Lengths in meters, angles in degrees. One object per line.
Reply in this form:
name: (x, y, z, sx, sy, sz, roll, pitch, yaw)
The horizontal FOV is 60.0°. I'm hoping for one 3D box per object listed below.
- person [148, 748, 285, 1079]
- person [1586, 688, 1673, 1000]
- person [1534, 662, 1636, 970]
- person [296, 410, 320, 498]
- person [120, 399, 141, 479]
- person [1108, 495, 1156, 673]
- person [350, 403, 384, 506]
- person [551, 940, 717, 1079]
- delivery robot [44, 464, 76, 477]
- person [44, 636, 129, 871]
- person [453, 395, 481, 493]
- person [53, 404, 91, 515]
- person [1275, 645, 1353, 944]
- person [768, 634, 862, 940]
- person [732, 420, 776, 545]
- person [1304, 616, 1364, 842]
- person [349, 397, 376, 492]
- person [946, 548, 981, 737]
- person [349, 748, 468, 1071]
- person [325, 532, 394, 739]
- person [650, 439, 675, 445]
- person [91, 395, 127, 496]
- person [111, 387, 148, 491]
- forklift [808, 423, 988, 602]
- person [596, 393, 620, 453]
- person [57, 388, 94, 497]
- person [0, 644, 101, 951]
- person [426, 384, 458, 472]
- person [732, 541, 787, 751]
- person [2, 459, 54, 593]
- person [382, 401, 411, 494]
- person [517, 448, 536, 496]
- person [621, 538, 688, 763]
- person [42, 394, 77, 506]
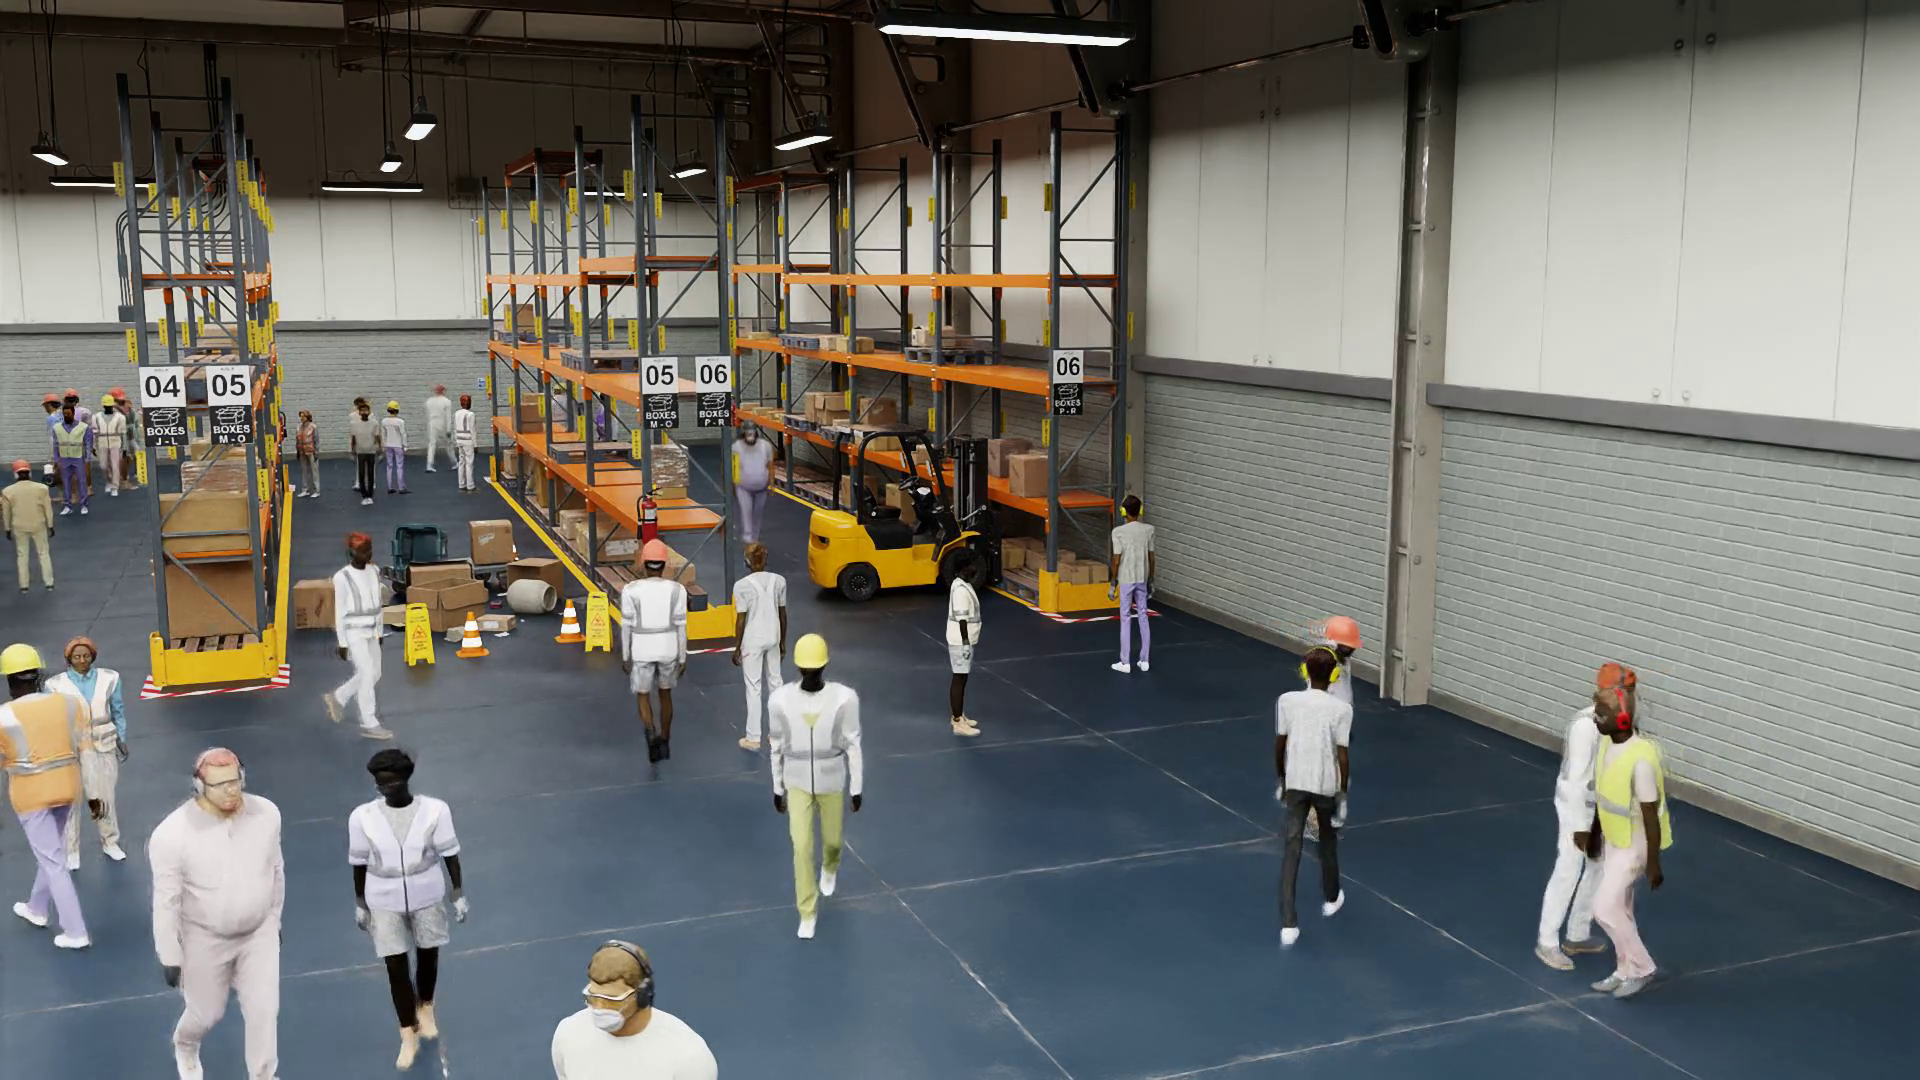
person: (-3.636, 1.909, 8.162, 0.835, 1.880, 0.651, 8, 12, 42)
person: (3.772, 1.731, 9.427, 0.453, 1.821, 0.614, 0, 9, 1)
person: (3.725, 1.636, 9.951, 0.434, 1.855, 0.630, 8, 12, 43)
person: (-12.160, -1.605, 31.010, 0.510, 1.640, 0.308, 3, 10, 21)
person: (-16.931, -2.051, 33.865, 0.287, 1.623, 0.512, 7, 11, 36)
person: (1.788, 0.454, 17.348, 0.521, 1.865, 0.328, -3, 10, -18)
person: (-10.645, -1.532, 29.894, 0.544, 1.844, 0.776, -4, 10, -24)
person: (-1.112, 2.274, 5.685, 0.627, 1.933, 0.366, 4, 10, 22)
delivery robot: (-17.618, -1.388, 32.747, 0.707, 0.478, 0.477, -2, 9, -10)
person: (-6.104, 1.473, 11.639, 0.523, 1.638, 0.310, -8, 12, -42)
person: (-9.403, -1.827, 31.670, 0.580, 1.879, 0.346, 7, 11, 38)
person: (-15.381, -1.399, 28.833, 0.587, 1.920, 0.391, -2, 9, -12)
person: (2.206, 1.578, 10.484, 0.514, 1.809, 0.958, 4, 10, 24)
person: (-0.916, 1.503, 10.622, 0.588, 1.907, 0.800, 0, 9, -1)
person: (-3.110, -0.849, 24.989, 0.688, 2.000, 1.002, -3, 10, -20)
person: (2.675, 1.380, 11.961, 0.456, 1.718, 0.665, 5, 11, 31)
person: (-11.455, -1.841, 31.981, 0.542, 1.806, 1.014, 0, 9, -3)
person: (0.033, 0.909, 15.000, 0.318, 1.699, 0.532, 0, 9, -2)
person: (-2.921, 1.907, 8.816, 0.576, 1.674, 0.563, -3, 10, -21)
person: (-5.430, 0.845, 14.914, 0.710, 1.865, 0.581, 3, 9, 18)
person: (-4.957, -1.126, 27.712, 0.548, 1.724, 0.455, 3, 9, 16)
person: (-15.964, -1.773, 31.214, 0.619, 1.912, 0.450, -3, 10, -19)
person: (-15.987, -1.947, 32.025, 0.473, 2.005, 0.729, 2, 9, 13)
forklift: (-0.830, -0.399, 21.676, 2.313, 2.155, 1.214, -4, 10, -21)
person: (-7.074, -2.080, 33.406, 0.429, 1.837, 0.627, -8, 12, -41)
person: (-16.494, -1.805, 31.015, 0.607, 2.039, 0.380, -5, 10, -28)
person: (-5.727, 1.571, 10.256, 0.927, 1.876, 0.593, 5, 10, 28)
person: (-10.948, -2.360, 35.084, 0.653, 1.857, 0.997, 3, 9, 18)
person: (-1.744, 0.921, 14.487, 0.505, 1.839, 0.344, -6, 11, -33)
person: (-12.166, -0.184, 21.737, 0.578, 1.743, 0.346, -4, 10, -25)
person: (-10.705, -1.753, 31.548, 0.525, 1.767, 0.320, 3, 10, 18)
person: (-8.097, -1.619, 31.214, 0.770, 1.602, 0.521, -8, 12, -41)
person: (-2.564, 0.956, 14.028, 0.559, 1.917, 0.673, -3, 9, -16)
person: (-16.270, -1.622, 29.976, 0.627, 1.998, 0.714, -2, 9, -11)
